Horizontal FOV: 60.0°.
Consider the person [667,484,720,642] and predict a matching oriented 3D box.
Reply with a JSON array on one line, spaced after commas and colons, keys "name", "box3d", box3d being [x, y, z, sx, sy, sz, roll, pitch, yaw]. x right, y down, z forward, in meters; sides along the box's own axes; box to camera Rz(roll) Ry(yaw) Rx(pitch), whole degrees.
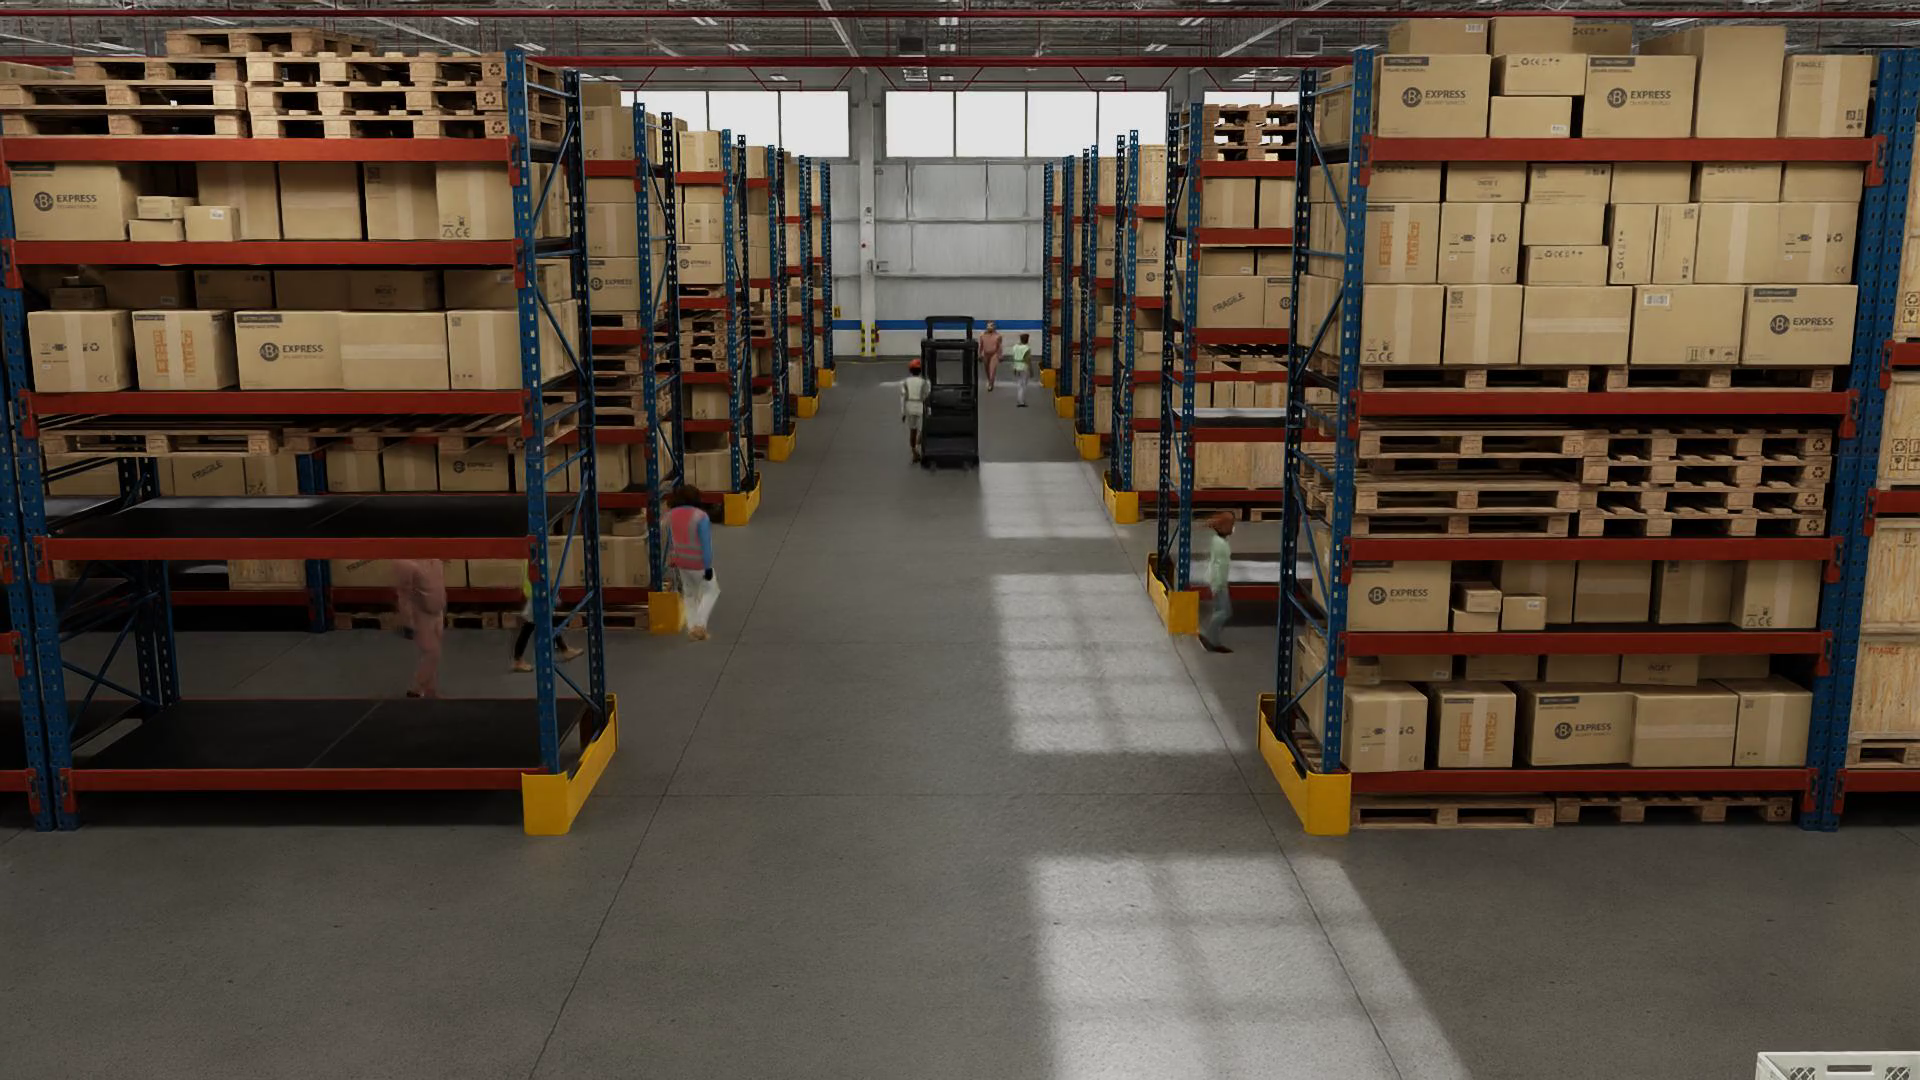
[{"name": "person", "box3d": [-3.027, 0.276, 18.985, 0.671, 1.814, 0.444, 9, 14, 37]}]

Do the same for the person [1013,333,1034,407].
[{"name": "person", "box3d": [1.603, -4.206, 41.156, 0.544, 1.825, 0.594, -9, 14, -37]}]

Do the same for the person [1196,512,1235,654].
[{"name": "person", "box3d": [2.897, 0.482, 18.420, 0.354, 1.617, 0.528, 3, 12, 17]}]

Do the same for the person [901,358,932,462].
[{"name": "person", "box3d": [-0.838, -2.507, 32.229, 0.629, 2.033, 0.447, 3, 12, 15]}]

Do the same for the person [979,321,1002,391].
[{"name": "person", "box3d": [0.826, -4.971, 44.802, 0.658, 1.887, 0.682, 3, 12, 15]}]

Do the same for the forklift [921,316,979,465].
[{"name": "forklift", "box3d": [-0.201, -2.964, 32.392, 1.129, 2.768, 1.873, 0, 11, -1]}]

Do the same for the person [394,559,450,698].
[{"name": "person", "box3d": [-5.243, 0.756, 16.393, 0.432, 1.894, 0.669, 3, 12, 13]}]

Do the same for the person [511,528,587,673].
[{"name": "person", "box3d": [-4.451, 0.582, 17.832, 0.875, 1.649, 0.535, -5, 12, -23]}]
